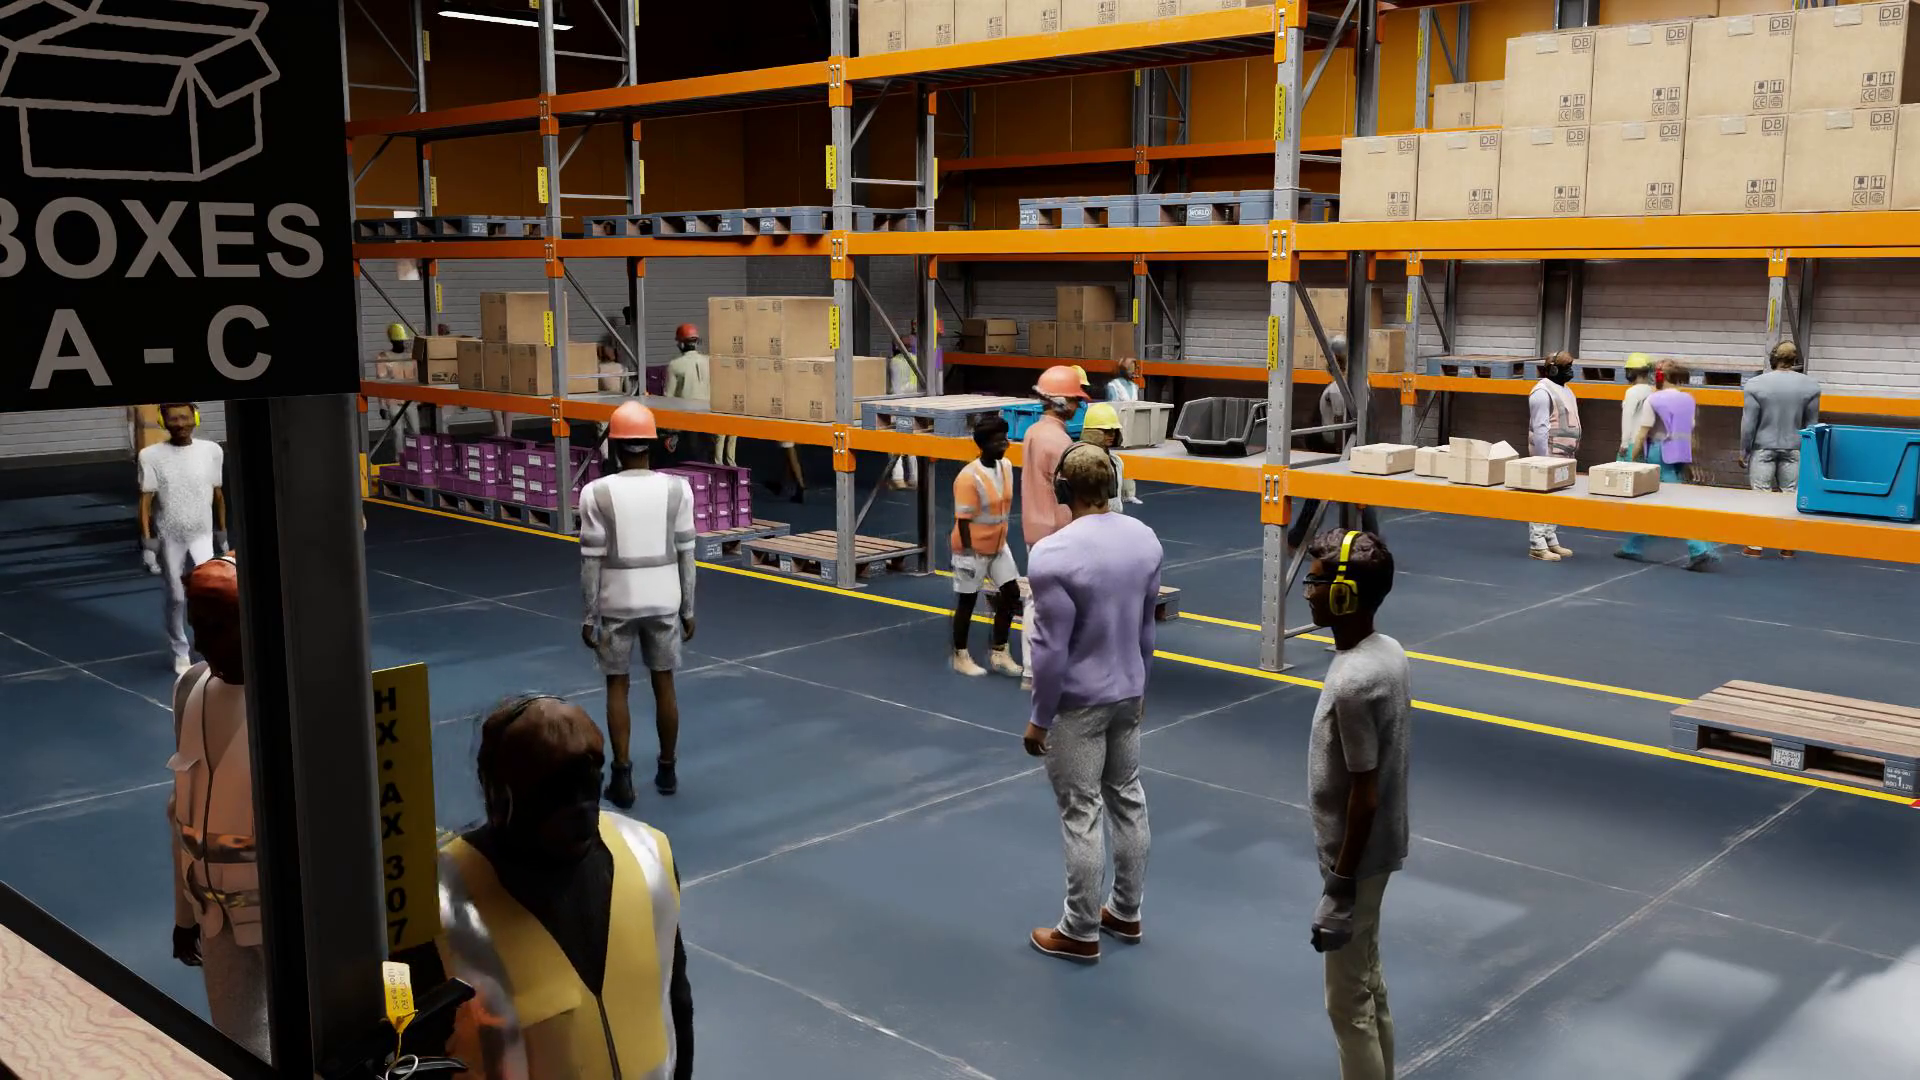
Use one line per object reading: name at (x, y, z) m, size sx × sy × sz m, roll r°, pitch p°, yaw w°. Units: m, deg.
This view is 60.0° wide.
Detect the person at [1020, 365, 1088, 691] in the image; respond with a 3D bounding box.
person at (0.564, -0.040, 9.898) m, size 0.395 × 1.991 × 0.622 m, roll -3°, pitch 10°, yaw -19°

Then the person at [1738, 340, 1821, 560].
person at (7.181, -0.783, 14.623) m, size 0.636 × 1.939 × 0.358 m, roll 2°, pitch 9°, yaw 11°

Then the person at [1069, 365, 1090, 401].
person at (0.930, -0.559, 13.776) m, size 0.523 × 1.769 × 0.316 m, roll -9°, pitch 13°, yaw -43°

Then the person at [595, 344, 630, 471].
person at (-4.411, -1.671, 21.077) m, size 0.547 × 1.622 × 0.586 m, roll -4°, pitch 10°, yaw -24°

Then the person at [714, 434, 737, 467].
person at (-2.833, -1.576, 20.416) m, size 0.285 × 1.633 × 0.501 m, roll 7°, pitch 11°, yaw 35°

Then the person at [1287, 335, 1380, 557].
person at (3.277, -0.832, 14.616) m, size 1.030 × 2.000 × 0.704 m, roll 5°, pitch 11°, yaw 29°

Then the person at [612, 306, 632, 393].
person at (-5.396, -2.845, 27.195) m, size 0.609 × 1.960 × 0.371 m, roll 4°, pitch 10°, yaw 24°

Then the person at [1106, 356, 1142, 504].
person at (1.718, -1.203, 18.172) m, size 0.510 × 1.615 × 0.577 m, roll -8°, pitch 12°, yaw -41°

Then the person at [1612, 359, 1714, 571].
person at (6.105, -0.655, 14.299) m, size 0.632 × 1.792 × 0.975 m, roll -6°, pitch 11°, yaw -32°

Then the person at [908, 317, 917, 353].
person at (-0.579, -2.151, 23.145) m, size 0.403 × 1.900 × 0.639 m, roll 4°, pitch 10°, yaw 25°

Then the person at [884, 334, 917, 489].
person at (-0.626, -1.484, 19.363) m, size 0.504 × 1.800 × 0.657 m, roll 6°, pitch 11°, yaw 32°

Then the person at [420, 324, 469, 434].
person at (-6.636, -1.830, 21.333) m, size 0.654 × 1.847 × 1.018 m, roll 3°, pitch 10°, yaw 16°

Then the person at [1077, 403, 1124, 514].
person at (0.855, 0.032, 10.226) m, size 0.296 × 1.744 × 0.484 m, roll 9°, pitch 13°, yaw 43°

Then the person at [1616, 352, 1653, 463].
person at (6.664, -0.964, 16.316) m, size 0.478 × 1.747 × 0.533 m, roll 8°, pitch 12°, yaw 40°

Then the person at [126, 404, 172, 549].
person at (-7.358, -0.859, 15.256) m, size 0.555 × 1.896 × 0.959 m, roll -1°, pitch 9°, yaw -5°

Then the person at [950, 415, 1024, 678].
person at (0.162, 0.059, 10.258) m, size 0.610 × 1.662 × 0.553 m, roll 8°, pitch 12°, yaw 39°

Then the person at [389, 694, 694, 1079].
person at (-0.780, 1.158, 3.089) m, size 0.632 × 1.823 × 0.691 m, roll -9°, pitch 13°, yaw -44°

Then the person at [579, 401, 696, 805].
person at (-1.544, 0.300, 7.999) m, size 0.549 × 1.939 × 0.365 m, roll -3°, pitch 10°, yaw -20°

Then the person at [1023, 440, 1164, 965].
person at (0.480, 0.600, 6.156) m, size 0.629 × 1.937 × 0.379 m, roll -8°, pitch 12°, yaw -41°

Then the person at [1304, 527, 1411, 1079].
person at (1.067, 0.892, 4.570) m, size 0.309 × 1.868 × 0.535 m, roll 4°, pitch 10°, yaw 22°

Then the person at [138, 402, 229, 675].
person at (-4.750, 0.002, 10.211) m, size 0.517 × 1.807 × 1.016 m, roll -5°, pitch 11°, yaw -30°

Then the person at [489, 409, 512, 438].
person at (-6.623, -2.311, 23.920) m, size 0.419 × 1.966 × 0.677 m, roll 4°, pitch 10°, yaw 26°

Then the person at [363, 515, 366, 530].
person at (-4.391, -0.206, 11.438) m, size 0.535 × 1.830 × 0.667 m, roll -6°, pitch 11°, yaw -32°

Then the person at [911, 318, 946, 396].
person at (-0.424, -2.014, 22.255) m, size 0.471 × 1.908 × 0.577 m, roll 8°, pitch 12°, yaw 39°

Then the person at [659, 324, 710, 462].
person at (-2.971, -1.332, 17.904) m, size 0.653 × 1.960 × 0.889 m, roll -9°, pitch 13°, yaw -44°

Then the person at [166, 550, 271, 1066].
person at (-1.750, 0.949, 4.165) m, size 0.573 × 1.887 × 0.354 m, roll 4°, pitch 10°, yaw 24°

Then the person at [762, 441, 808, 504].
person at (-1.941, -1.354, 18.365) m, size 0.534 × 1.867 × 0.993 m, roll -9°, pitch 13°, yaw -43°

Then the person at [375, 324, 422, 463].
person at (-6.902, -1.712, 20.485) m, size 0.598 × 1.894 × 0.524 m, roll -7°, pitch 12°, yaw -38°

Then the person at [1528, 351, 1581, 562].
person at (5.243, -0.742, 14.673) m, size 0.429 × 1.844 × 0.627 m, roll 7°, pitch 12°, yaw 38°
